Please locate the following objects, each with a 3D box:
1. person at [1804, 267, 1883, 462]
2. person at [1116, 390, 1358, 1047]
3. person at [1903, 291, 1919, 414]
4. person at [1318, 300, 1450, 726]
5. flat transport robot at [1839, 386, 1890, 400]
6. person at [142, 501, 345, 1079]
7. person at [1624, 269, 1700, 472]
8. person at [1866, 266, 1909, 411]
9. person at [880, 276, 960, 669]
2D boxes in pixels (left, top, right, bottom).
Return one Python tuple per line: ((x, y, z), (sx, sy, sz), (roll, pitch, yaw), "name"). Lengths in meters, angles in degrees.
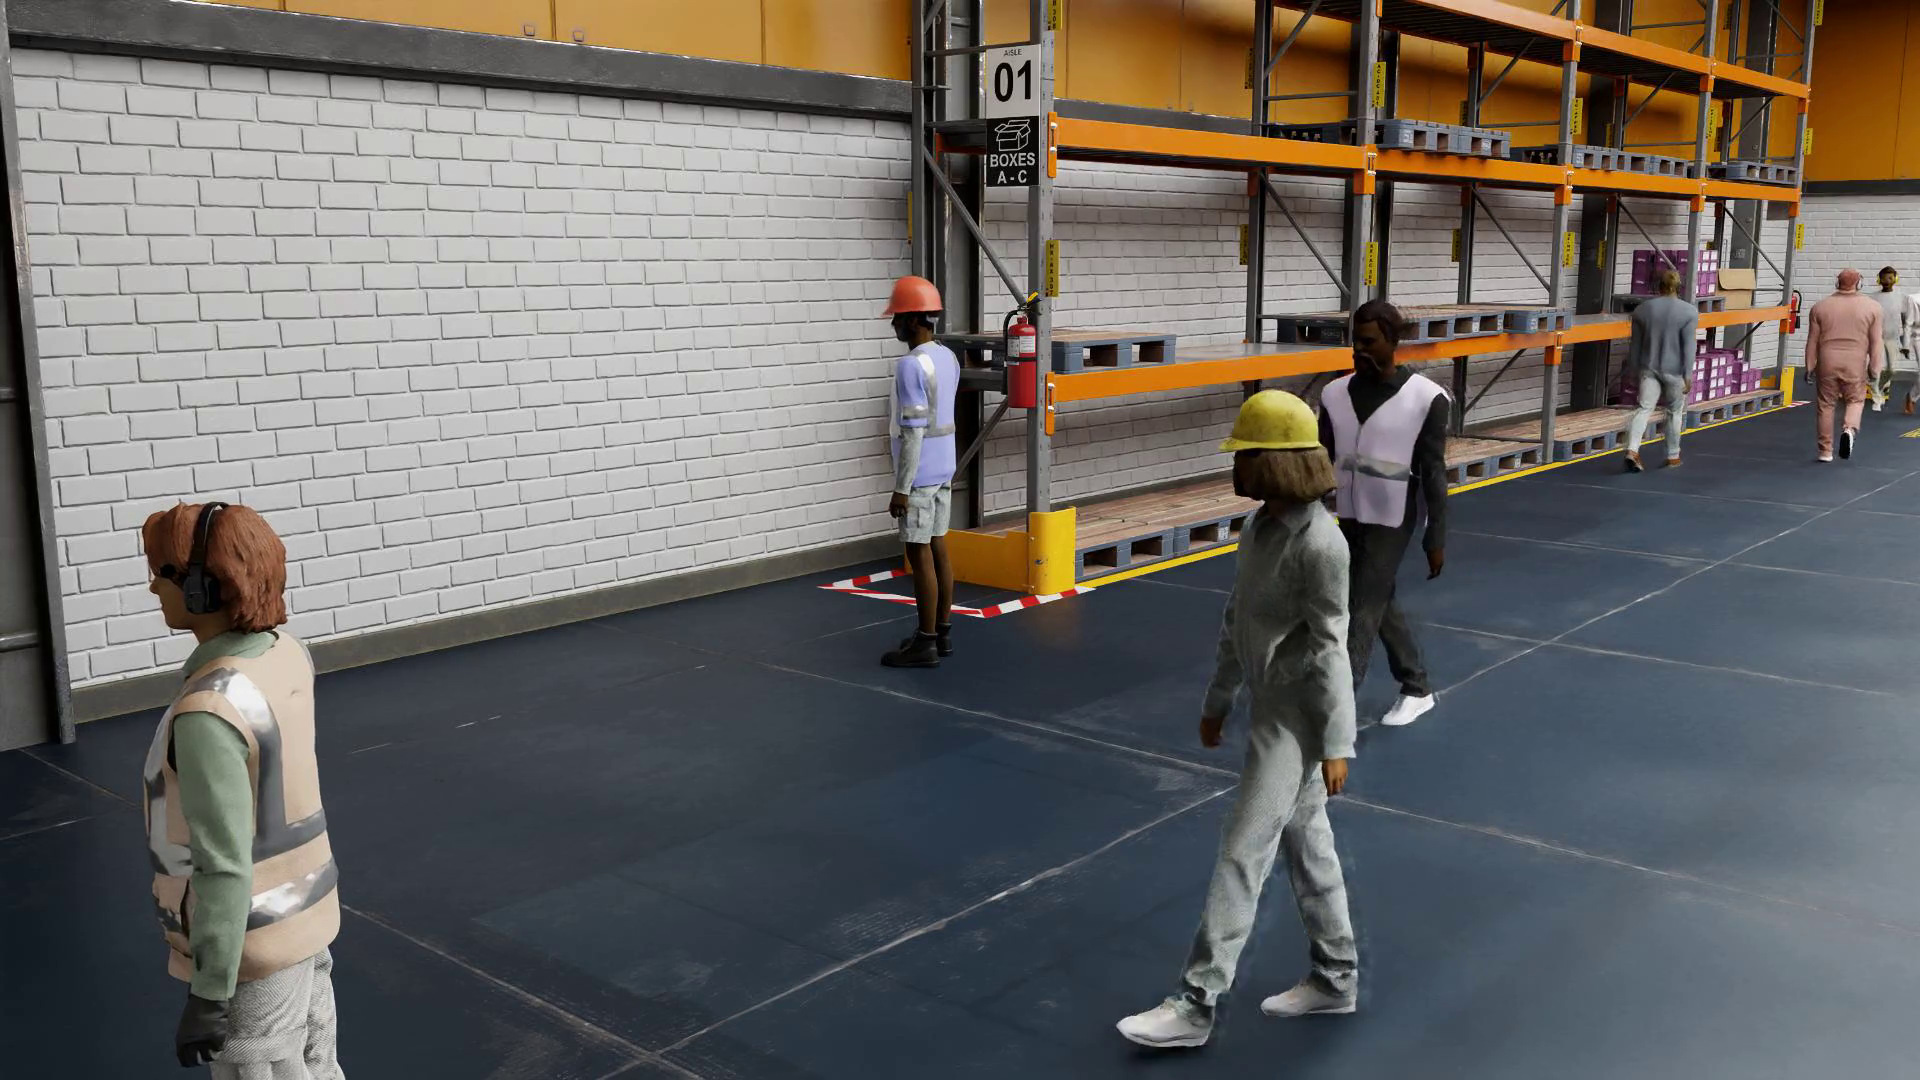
((8.478, -1.670, 16.003), (0.660, 1.895, 0.565), (6, 12, 31), "person")
((0.732, 0.474, 4.318), (0.825, 1.710, 0.498), (-2, 10, -10), "person")
((11.784, -2.399, 20.275), (0.585, 1.856, 0.823), (0, 10, 2), "person")
((1.729, -0.069, 6.990), (1.022, 1.869, 0.612), (-8, 12, -37), "person")
((12.529, -2.102, 23.086), (0.652, 0.197, 1.431), (5, 11, 28), "flat transport robot")
((-1.280, 0.739, 3.012), (0.310, 1.642, 0.514), (-1, 10, -8), "person")
((6.507, -1.574, 15.493), (0.631, 1.897, 0.988), (9, 13, 41), "person")
((11.845, -2.579, 21.313), (0.536, 1.851, 0.583), (3, 10, 17), "person")
((-0.207, -0.330, 8.249), (0.356, 1.939, 0.542), (4, 11, 19), "person")
